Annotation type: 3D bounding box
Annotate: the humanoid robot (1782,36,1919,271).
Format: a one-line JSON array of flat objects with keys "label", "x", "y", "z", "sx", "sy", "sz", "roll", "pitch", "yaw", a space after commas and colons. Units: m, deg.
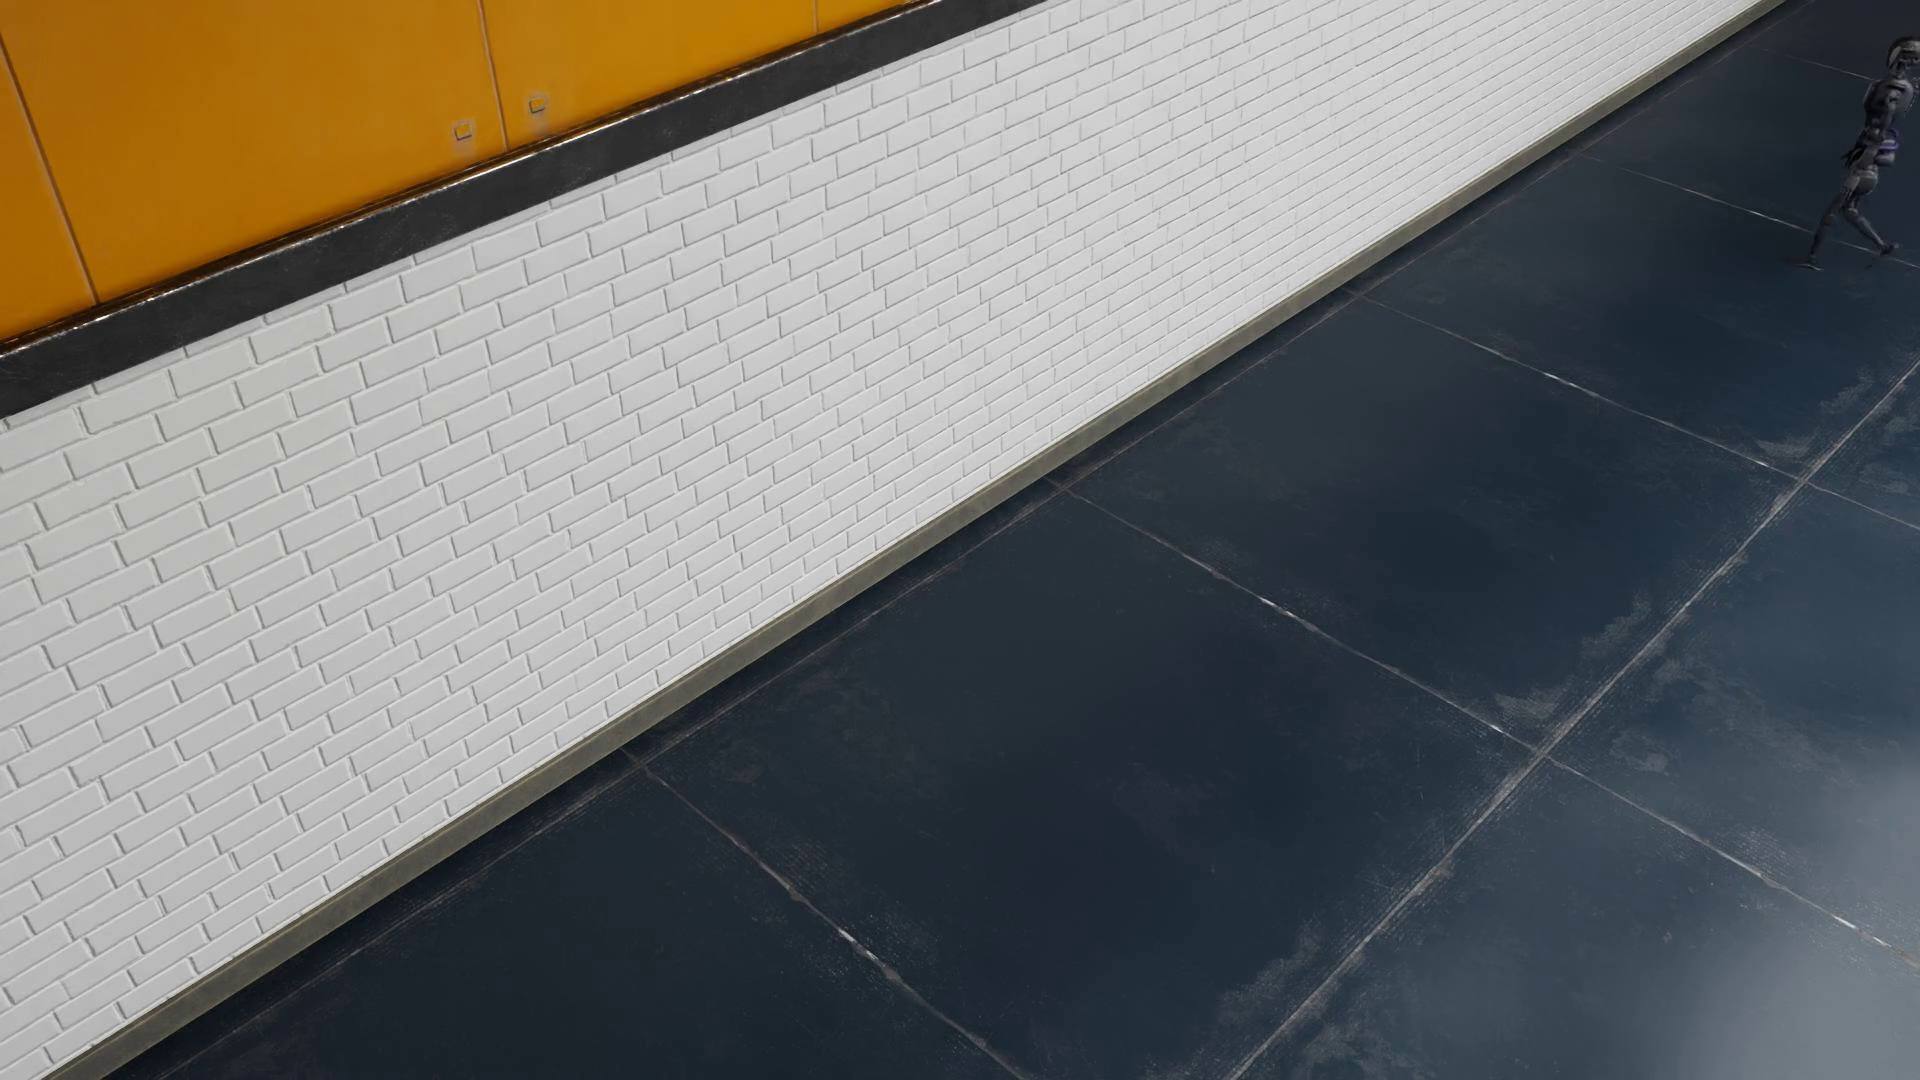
[{"label": "humanoid robot", "x": 6.023, "y": -2.496, "z": 10.934, "sx": 0.683, "sy": 1.638, "sz": 0.596, "roll": 15, "pitch": 41, "yaw": 18}]
